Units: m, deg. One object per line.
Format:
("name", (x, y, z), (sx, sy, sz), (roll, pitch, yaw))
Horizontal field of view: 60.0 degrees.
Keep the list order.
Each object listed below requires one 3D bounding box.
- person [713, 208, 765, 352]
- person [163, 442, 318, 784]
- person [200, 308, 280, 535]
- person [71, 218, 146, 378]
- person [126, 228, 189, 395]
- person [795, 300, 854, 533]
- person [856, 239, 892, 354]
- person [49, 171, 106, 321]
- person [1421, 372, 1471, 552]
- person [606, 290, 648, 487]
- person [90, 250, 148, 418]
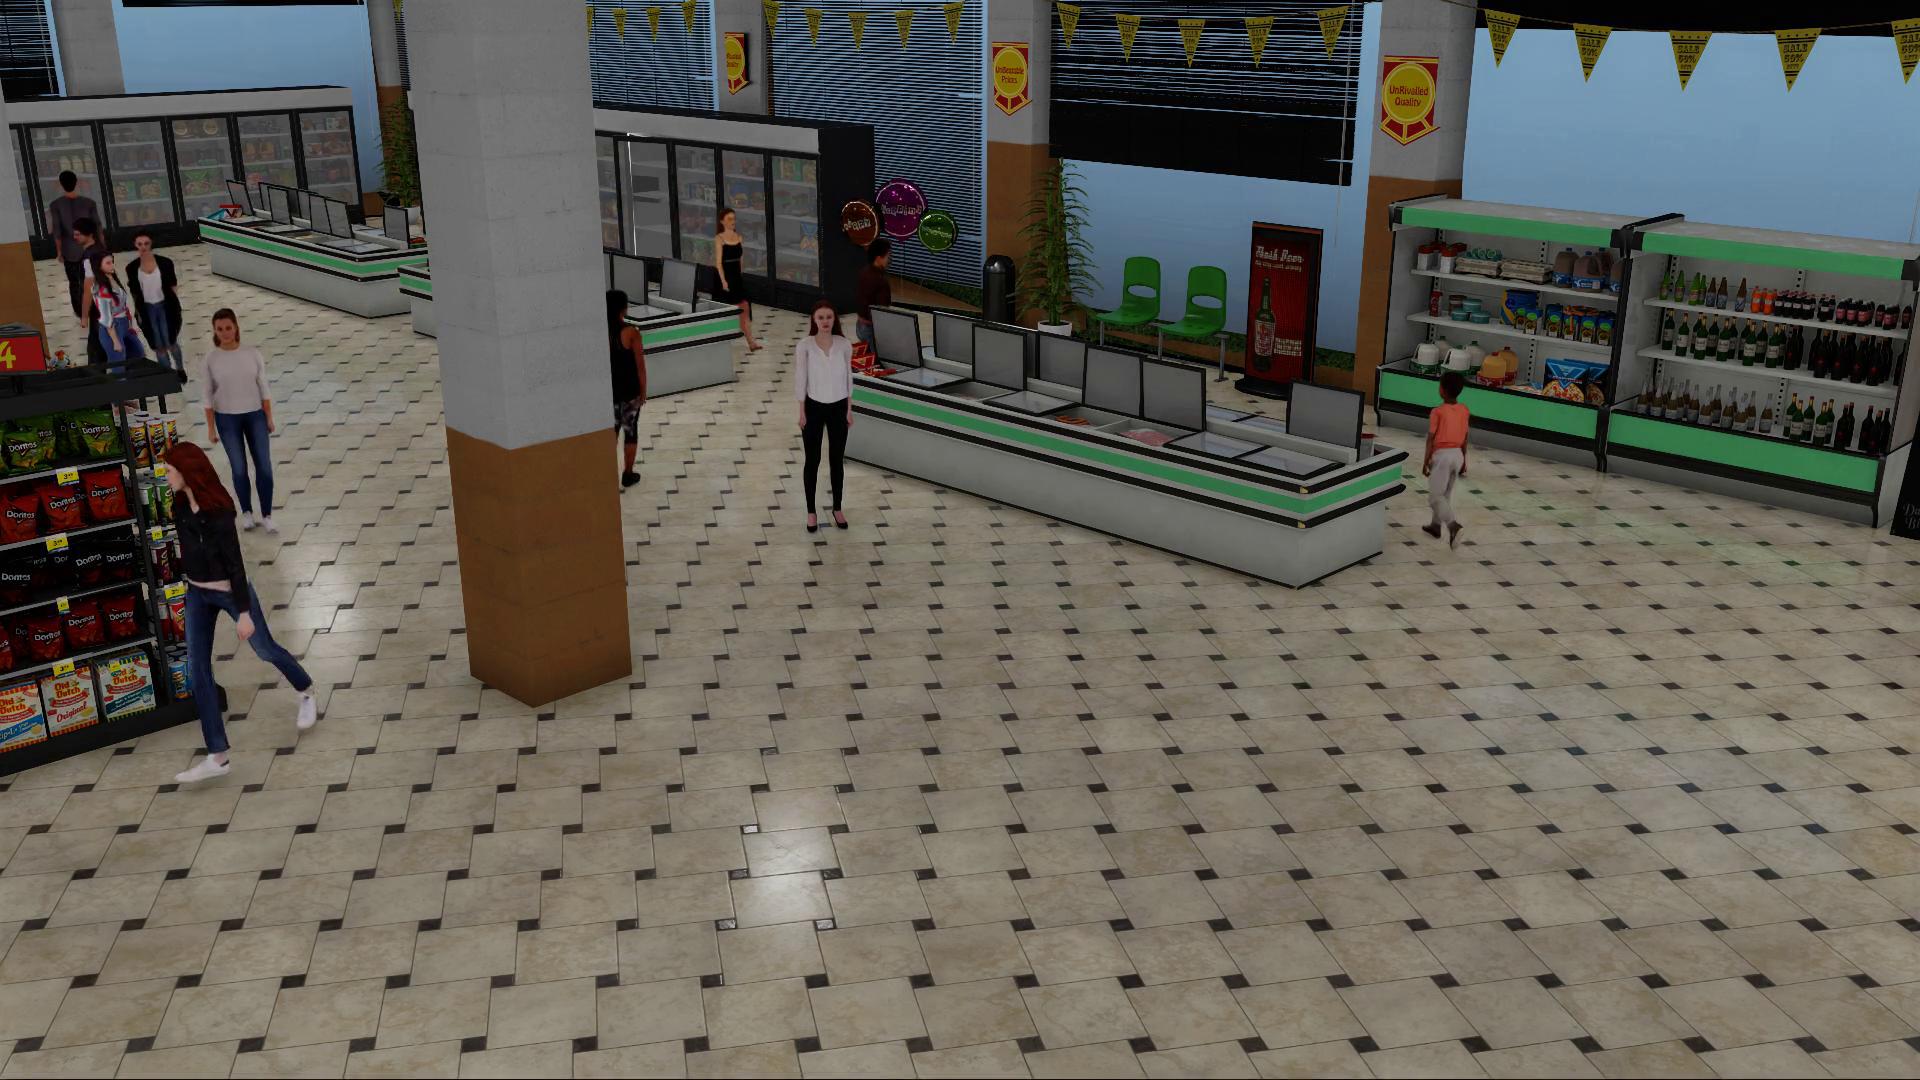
("person", (-2.649, -2.886, 18.635), (0.583, 1.576, 1.116), (-17, 25, -41))
("person", (-3.830, 0.348, 8.808), (1.277, 1.727, 1.066), (6, 19, 16))
("person", (-5.433, -0.899, 12.547), (0.752, 1.701, 0.837), (-9, 21, -25))
("person", (-8.342, -2.266, 16.419), (1.030, 1.817, 1.046), (-4, 19, -11))
("person", (-8.097, -2.312, 16.788), (0.789, 1.669, 0.857), (-6, 19, -16))
("person", (-1.018, -0.940, 12.577), (0.664, 1.758, 0.658), (-6, 19, -16))
("person", (-0.883, -1.912, 15.474), (0.845, 1.749, 0.817), (-13, 23, -34))
("person", (-10.558, -3.472, 20.005), (0.873, 1.812, 1.149), (-11, 22, -30))
("person", (3.594, -0.570, 12.209), (0.751, 1.294, 0.917), (-5, 19, -14))
("person", (-2.797, -1.210, 13.547), (0.816, 1.650, 0.859), (3, 19, 8))
("person", (-8.105, -1.946, 15.812), (0.768, 1.599, 0.706), (0, 19, -1))
